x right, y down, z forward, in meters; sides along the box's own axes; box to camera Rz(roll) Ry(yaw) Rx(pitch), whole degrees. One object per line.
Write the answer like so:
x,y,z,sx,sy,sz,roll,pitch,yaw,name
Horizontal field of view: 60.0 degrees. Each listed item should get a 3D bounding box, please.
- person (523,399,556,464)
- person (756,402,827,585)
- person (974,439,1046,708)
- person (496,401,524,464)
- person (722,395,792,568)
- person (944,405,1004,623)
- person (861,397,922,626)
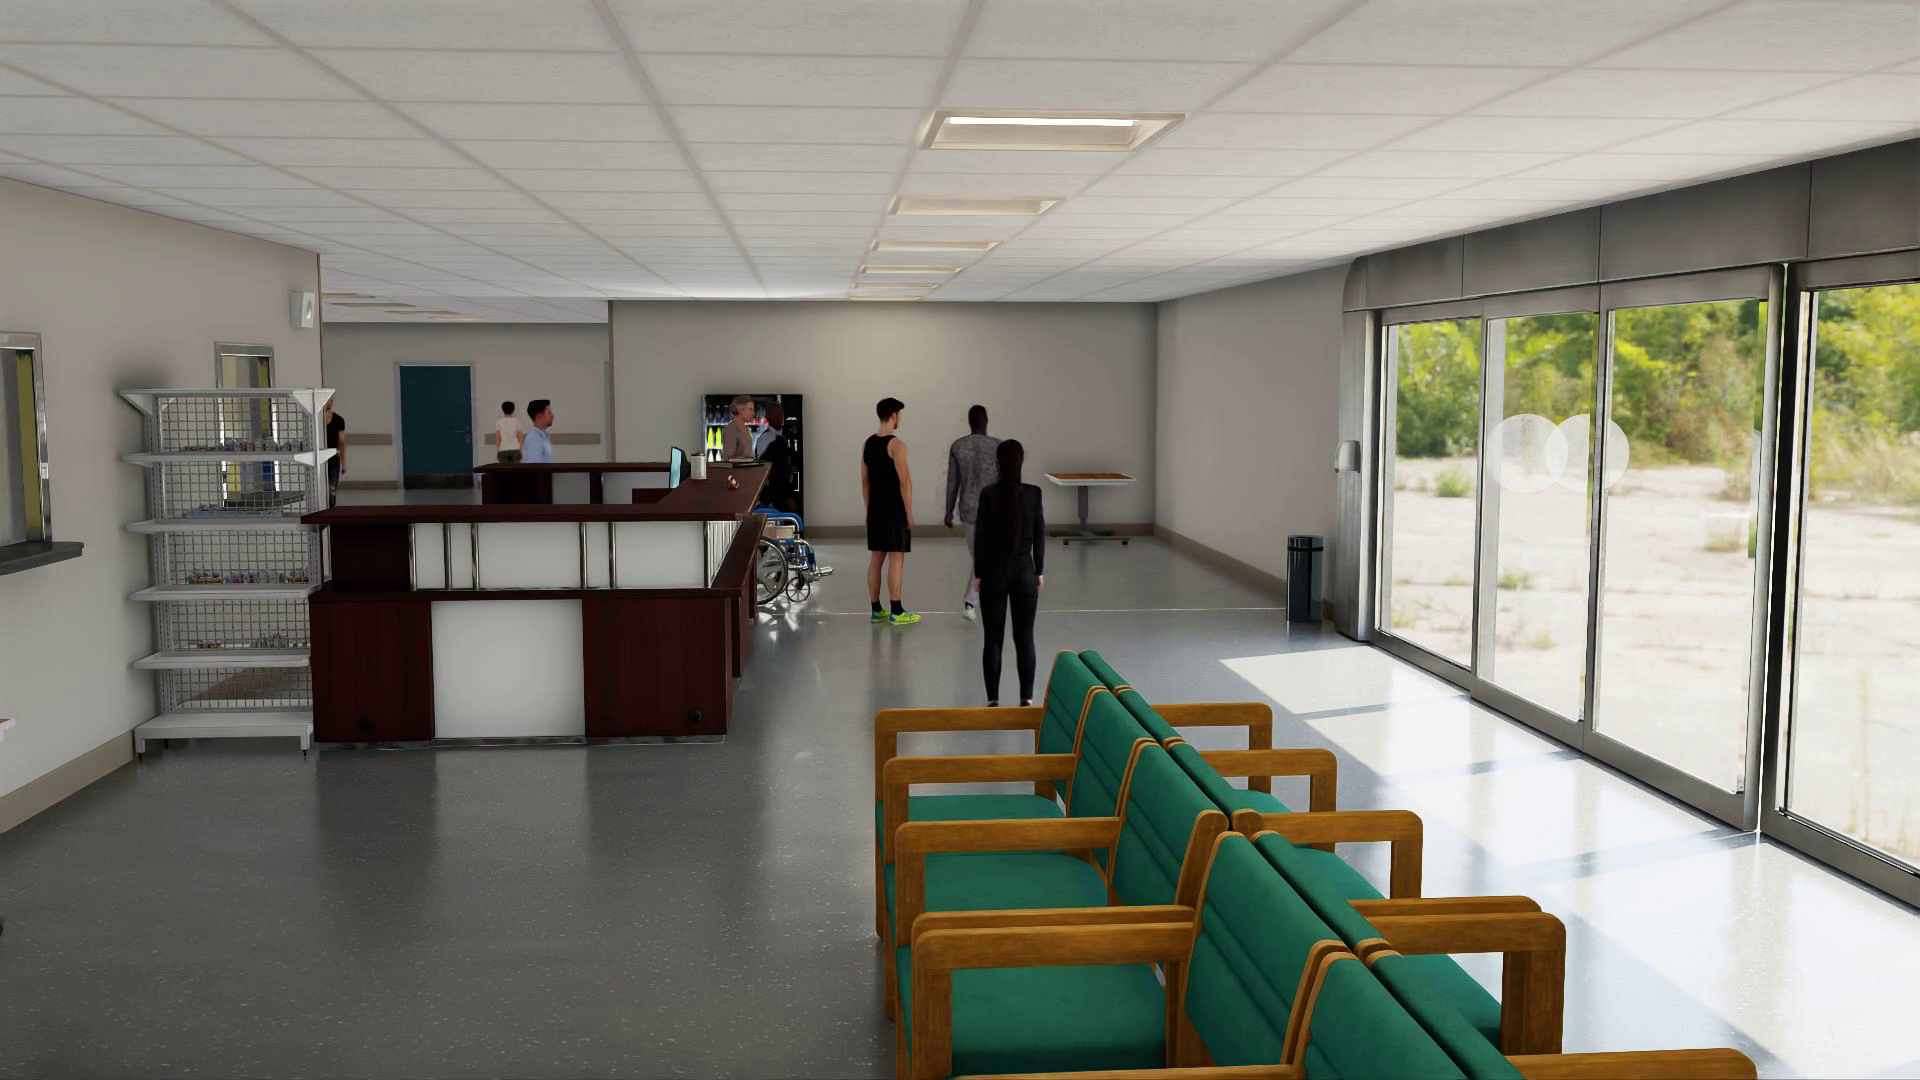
-4.041,-0.392,15.678,1.204,1.824,0.794,-2,6,-16,person
-1.896,-0.417,16.124,1.200,1.784,0.967,1,6,11,person
0.295,0.251,9.846,0.434,1.712,0.642,-1,6,-8,person
-7.087,-1.361,26.161,0.518,1.655,0.664,-2,6,-15,person
-2.401,-0.526,17.066,1.334,1.813,0.880,1,6,9,person
0.143,-0.190,13.829,1.206,1.792,1.059,2,6,17,person
-0.604,-0.248,13.907,0.764,1.891,0.823,5,8,40,person
